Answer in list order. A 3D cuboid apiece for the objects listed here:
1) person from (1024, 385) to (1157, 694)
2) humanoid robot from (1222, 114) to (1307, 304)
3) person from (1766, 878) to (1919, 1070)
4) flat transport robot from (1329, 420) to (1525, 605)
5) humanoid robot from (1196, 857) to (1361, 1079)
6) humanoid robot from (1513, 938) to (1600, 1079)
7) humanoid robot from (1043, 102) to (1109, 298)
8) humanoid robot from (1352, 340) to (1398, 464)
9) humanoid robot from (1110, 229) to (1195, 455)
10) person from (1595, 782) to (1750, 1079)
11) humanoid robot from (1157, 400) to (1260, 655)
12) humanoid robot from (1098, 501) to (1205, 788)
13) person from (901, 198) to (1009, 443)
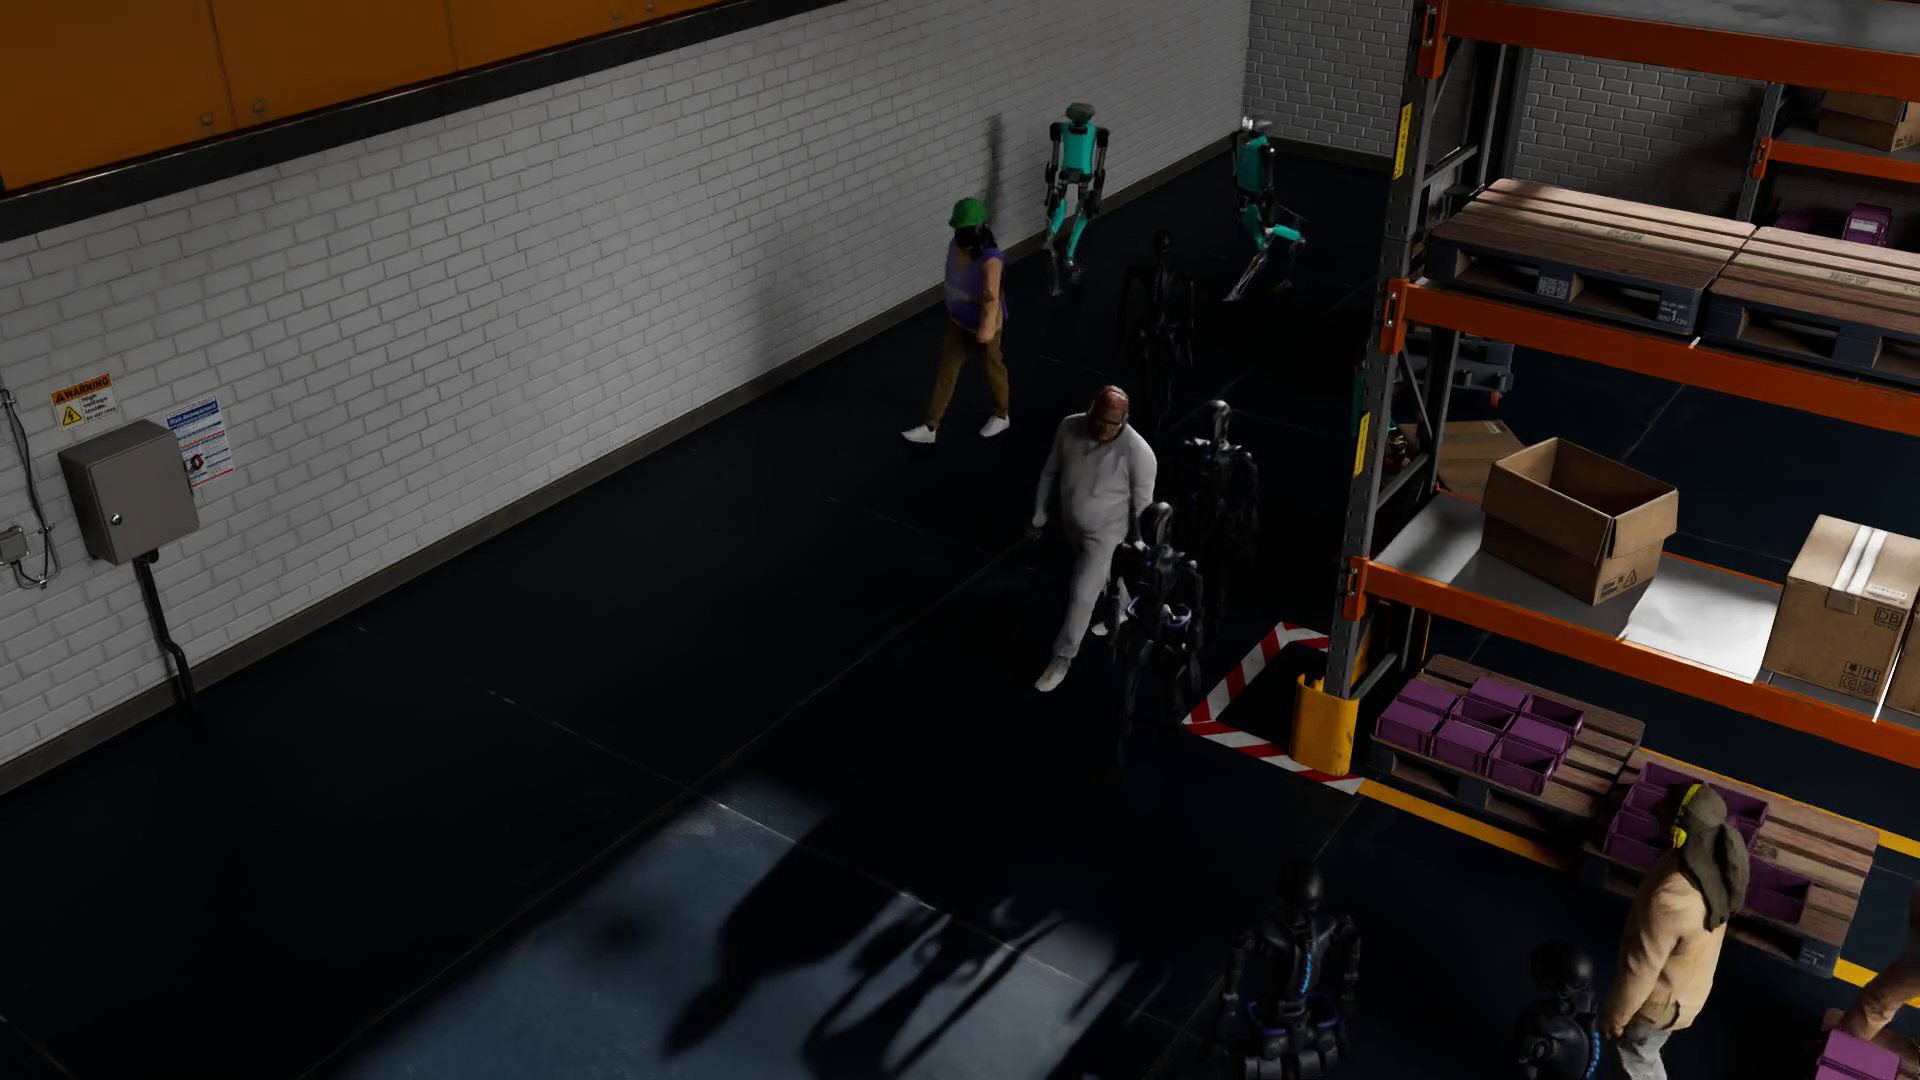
[{"bbox_3d":[0.786,-0.083,9.611,1.021,1.840,0.653,-25,38,-36],"label":"person"},{"bbox_3d":[2.789,-2.920,14.675,1.005,1.747,0.548,-16,33,-25],"label":"humanoid robot"},{"bbox_3d":[3.898,1.597,6.807,0.818,1.715,0.595,24,38,35],"label":"person"},{"bbox_3d":[3.163,0.220,10.657,1.431,0.231,0.659,-2,30,-4],"label":"flat transport robot"},{"bbox_3d":[1.221,1.885,6.358,0.601,1.651,0.326,-6,31,-10],"label":"humanoid robot"},{"bbox_3d":[2.055,2.106,5.998,0.667,1.634,0.615,25,38,36],"label":"humanoid robot"},{"bbox_3d":[0.956,-2.906,14.643,0.547,1.753,1.026,9,31,15],"label":"humanoid robot"},{"bbox_3d":[2.689,-0.377,10.275,0.662,1.850,0.531,1,30,1],"label":"humanoid robot"},{"bbox_3d":[1.395,-1.426,12.132,0.614,1.633,0.621,6,31,10],"label":"humanoid robot"},{"bbox_3d":[2.697,1.713,6.473,0.449,1.859,0.578,24,38,36],"label":"person"},{"bbox_3d":[1.448,-0.028,9.688,0.612,1.648,0.513,16,33,25],"label":"humanoid robot"},{"bbox_3d":[1.029,0.531,8.756,0.584,1.629,0.777,16,34,26],"label":"humanoid robot"},{"bbox_3d":[0.018,-1.558,12.121,0.983,1.883,0.567,-25,38,-37],"label":"person"}]
